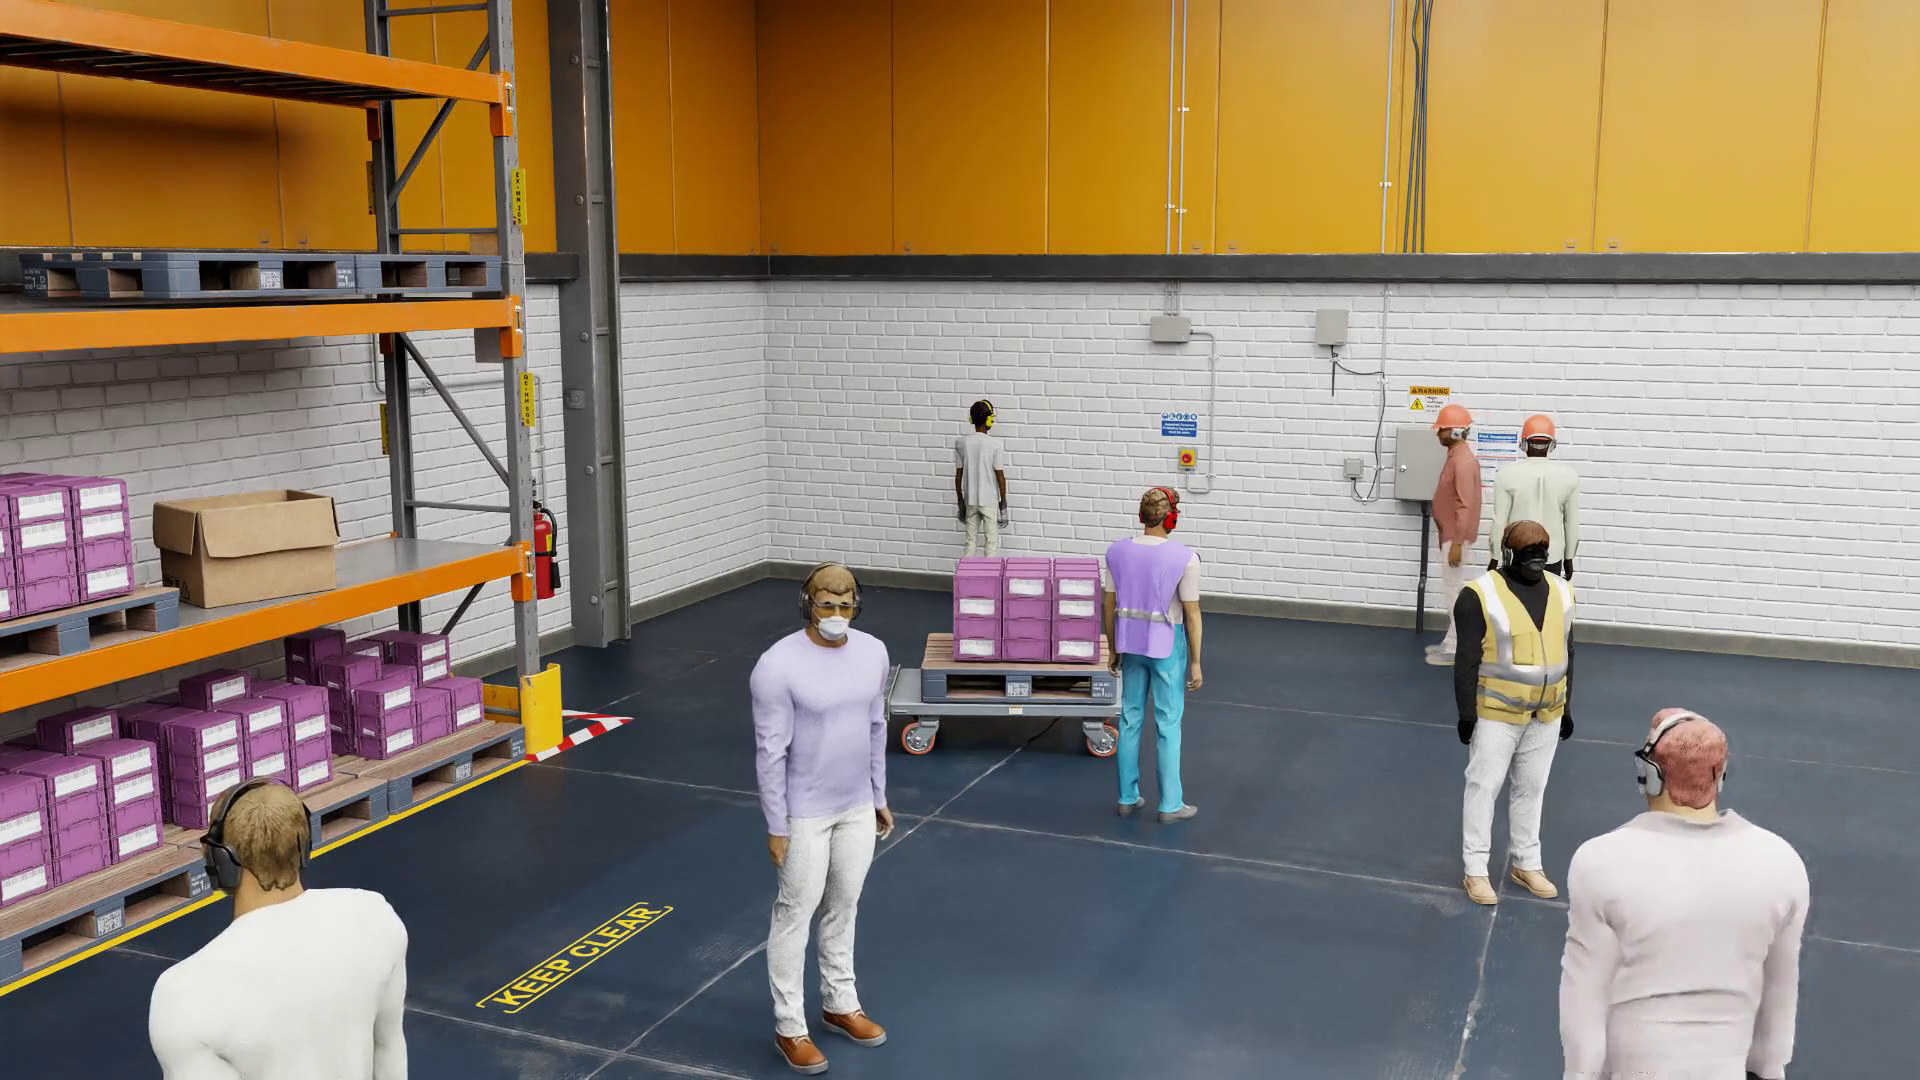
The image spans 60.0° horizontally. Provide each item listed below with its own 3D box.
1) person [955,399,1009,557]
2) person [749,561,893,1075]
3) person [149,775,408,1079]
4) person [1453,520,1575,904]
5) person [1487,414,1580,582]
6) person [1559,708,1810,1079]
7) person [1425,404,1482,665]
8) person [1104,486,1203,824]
[{"bbox_3d":[0.202,-0.296,14.593,0.509,1.872,0.328,5,11,28],"label":"person"},{"bbox_3d":[-0.506,1.031,6.356,0.629,1.937,0.379,-9,13,-43],"label":"person"},{"bbox_3d":[-1.483,1.467,3.705,0.352,1.937,0.635,5,10,26],"label":"person"},{"bbox_3d":[2.662,0.814,7.951,0.633,1.843,0.429,-2,10,-14],"label":"person"},{"bbox_3d":[4.048,0.106,11.780,0.626,1.992,0.387,0,9,2],"label":"person"},{"bbox_3d":[1.911,1.383,4.415,0.650,1.878,0.890,0,9,-2],"label":"person"},{"bbox_3d":[3.758,-0.044,12.688,0.396,1.992,0.623,2,10,13],"label":"person"},{"bbox_3d":[1.046,0.628,9.064,0.570,1.843,0.373,6,11,33],"label":"person"}]
